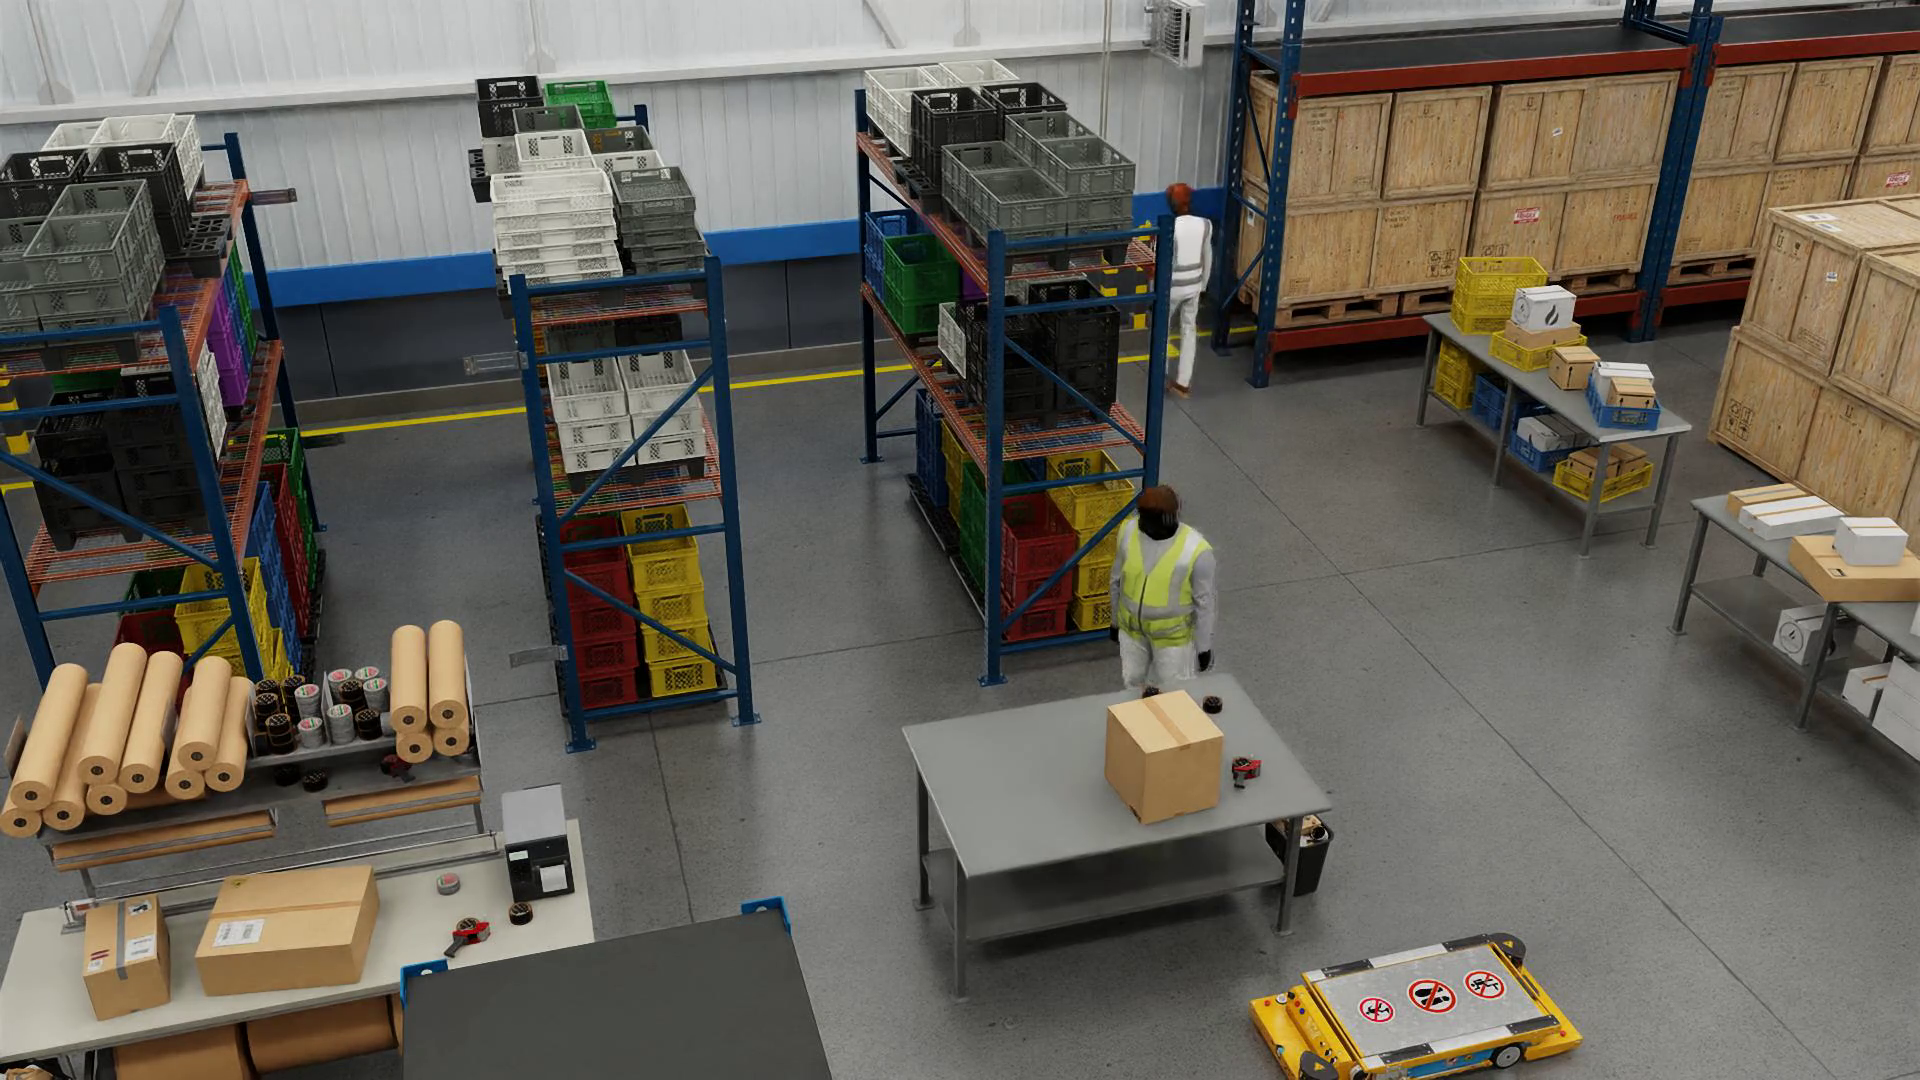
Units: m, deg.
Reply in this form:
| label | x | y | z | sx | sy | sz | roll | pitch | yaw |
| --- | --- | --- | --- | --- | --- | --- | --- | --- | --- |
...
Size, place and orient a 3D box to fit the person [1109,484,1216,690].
| label | x | y | z | sx | sy | sz | roll | pitch | yaw |
| --- | --- | --- | --- | --- | --- | --- | --- | --- | --- |
| person | 1.142 | 0.522 | 9.597 | 0.684 | 1.827 | 0.430 | 18 | 34 | 30 |

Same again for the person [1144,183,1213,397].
| label | x | y | z | sx | sy | sz | roll | pitch | yaw |
| --- | --- | --- | --- | --- | --- | --- | --- | --- | --- |
| person | 1.876 | -2.205 | 14.504 | 0.626 | 1.851 | 0.767 | -12 | 31 | -20 |

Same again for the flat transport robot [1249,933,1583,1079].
| label | x | y | z | sx | sy | sz | roll | pitch | yaw |
| --- | --- | --- | --- | --- | --- | --- | --- | --- | --- |
| flat transport robot | 2.184 | 2.282 | 7.980 | 1.431 | 0.197 | 0.652 | -8 | 30 | -14 |
